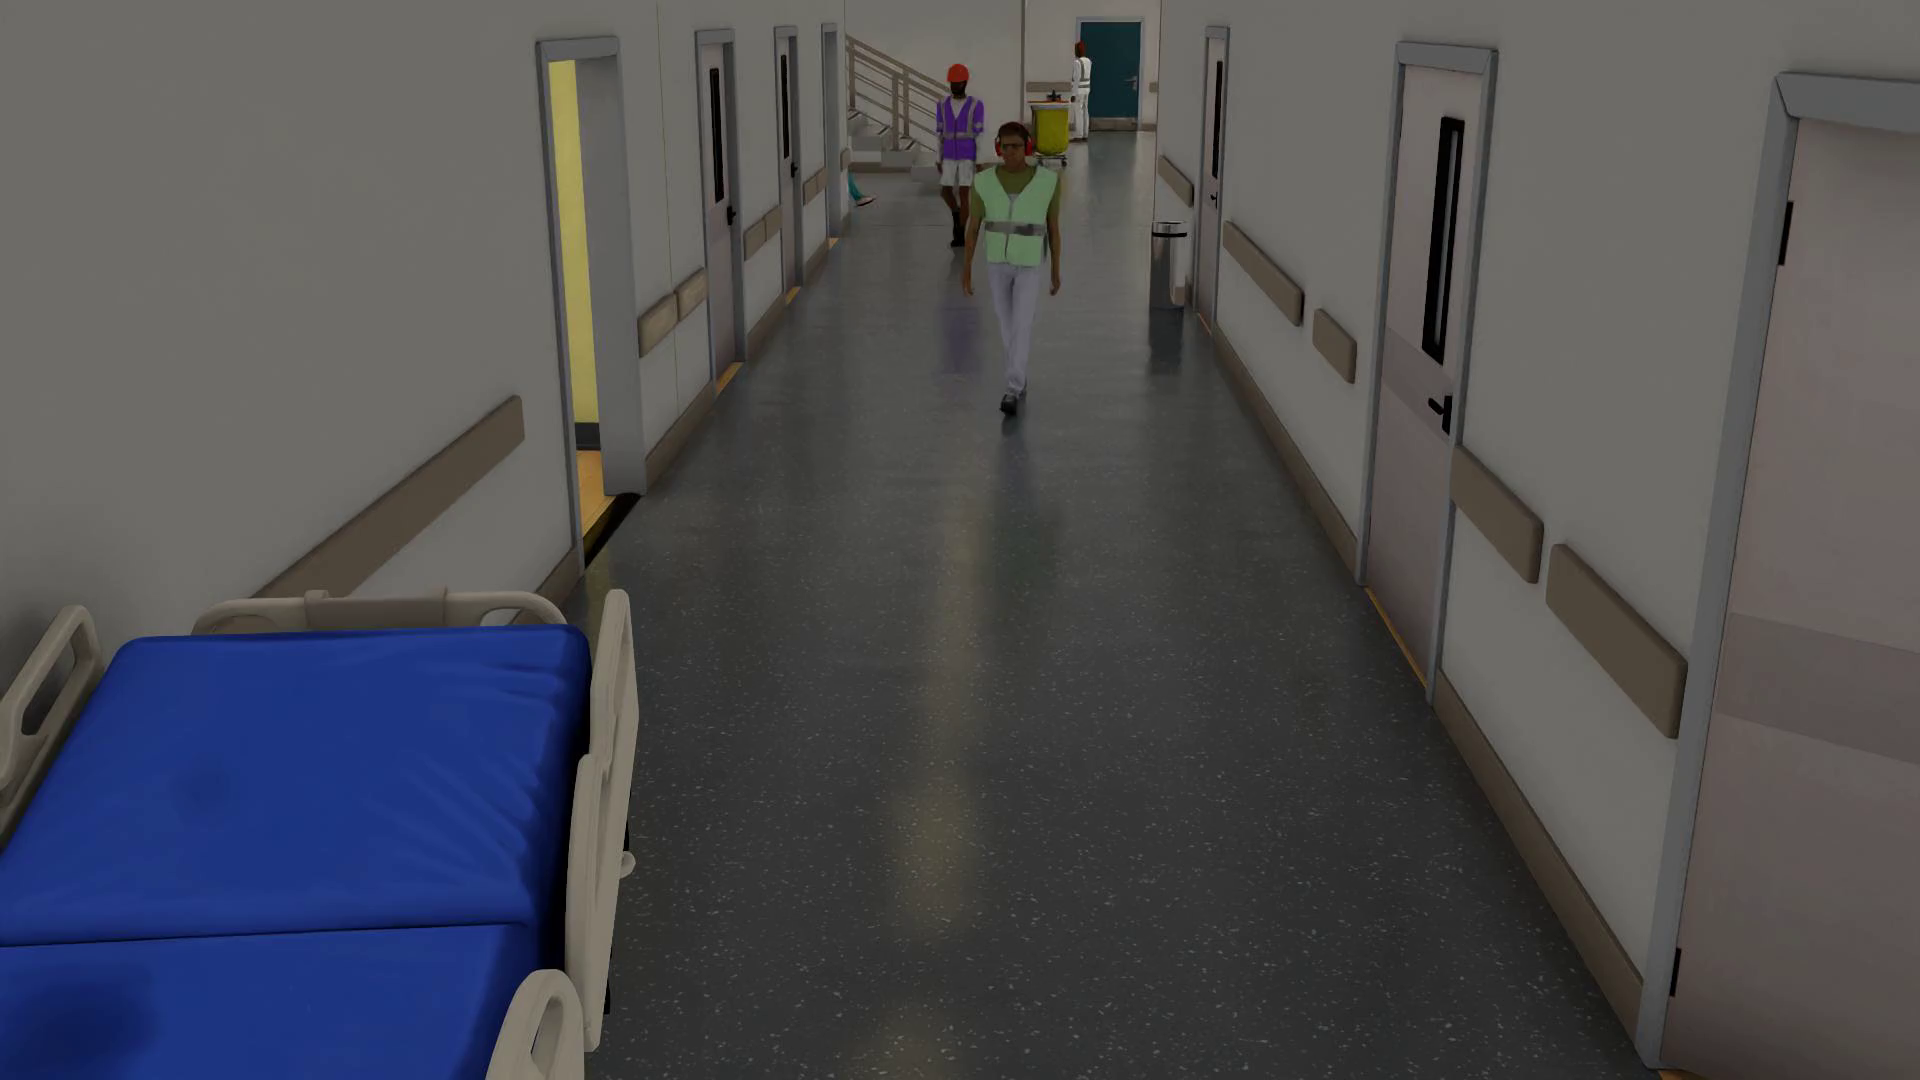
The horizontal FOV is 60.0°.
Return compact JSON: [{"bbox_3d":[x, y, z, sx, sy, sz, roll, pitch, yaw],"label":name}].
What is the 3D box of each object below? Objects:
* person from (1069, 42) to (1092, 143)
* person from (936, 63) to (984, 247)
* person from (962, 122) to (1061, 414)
[{"bbox_3d":[2.307,-8.587,31.937,0.355,1.884,0.575,10,20,29],"label":"person"},{"bbox_3d":[0.009,-4.142,17.902,0.551,1.920,0.542,6,19,18],"label":"person"},{"bbox_3d":[0.328,-1.731,10.554,0.588,1.795,0.992,4,18,13],"label":"person"}]
